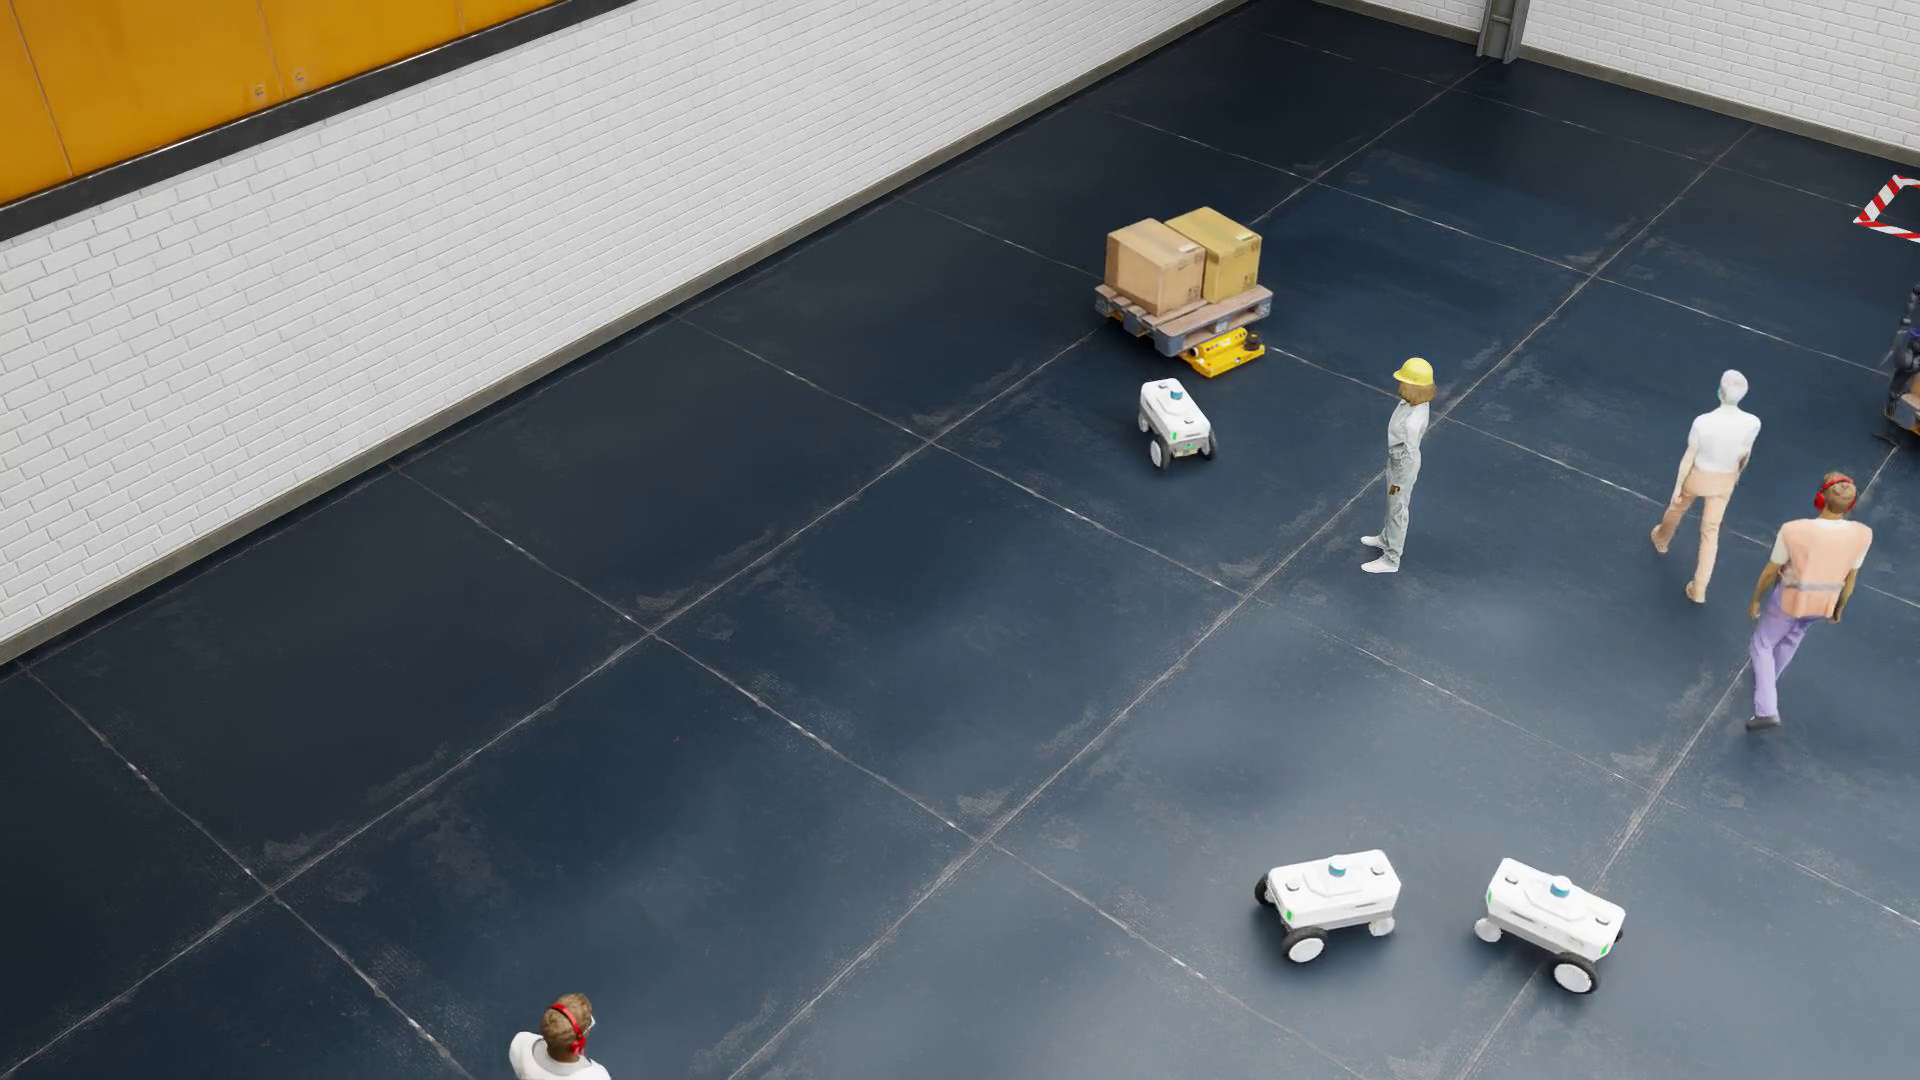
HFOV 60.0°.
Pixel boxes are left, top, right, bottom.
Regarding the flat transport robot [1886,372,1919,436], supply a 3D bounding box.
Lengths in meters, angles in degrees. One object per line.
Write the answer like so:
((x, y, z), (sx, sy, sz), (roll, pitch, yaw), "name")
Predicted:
((8.185, -0.746, 13.213), (0.659, 0.231, 1.431), (-14, 41, -17), "flat transport robot")

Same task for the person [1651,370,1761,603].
((5.267, -0.413, 11.656), (0.482, 1.707, 0.901), (7, 39, 8), "person")

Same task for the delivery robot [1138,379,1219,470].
((1.708, -0.946, 13.237), (0.499, 0.600, 0.802), (-11, 40, -13), "delivery robot")

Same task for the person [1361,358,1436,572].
((3.103, -0.534, 11.773), (0.295, 1.743, 0.489), (7, 39, 9), "person")

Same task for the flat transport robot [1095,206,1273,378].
((1.953, -1.911, 14.658), (0.659, 0.231, 1.431), (-25, 45, -27), "flat transport robot")

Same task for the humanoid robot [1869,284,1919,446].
((7.557, -1.499, 13.037), (0.612, 1.638, 0.413), (-5, 39, -6), "humanoid robot")

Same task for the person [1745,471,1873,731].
((5.340, 0.406, 10.550), (0.582, 1.815, 0.703), (1, 39, 1), "person")

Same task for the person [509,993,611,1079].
((-1.742, 2.741, 7.642), (0.570, 1.830, 0.405), (19, 43, 22), "person")

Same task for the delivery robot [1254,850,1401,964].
((2.099, 2.048, 9.525), (0.781, 0.605, 0.499), (-8, 40, -10), "delivery robot")

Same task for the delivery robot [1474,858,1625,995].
((3.359, 2.140, 9.402), (0.781, 0.595, 0.499), (23, 44, 26), "delivery robot")
